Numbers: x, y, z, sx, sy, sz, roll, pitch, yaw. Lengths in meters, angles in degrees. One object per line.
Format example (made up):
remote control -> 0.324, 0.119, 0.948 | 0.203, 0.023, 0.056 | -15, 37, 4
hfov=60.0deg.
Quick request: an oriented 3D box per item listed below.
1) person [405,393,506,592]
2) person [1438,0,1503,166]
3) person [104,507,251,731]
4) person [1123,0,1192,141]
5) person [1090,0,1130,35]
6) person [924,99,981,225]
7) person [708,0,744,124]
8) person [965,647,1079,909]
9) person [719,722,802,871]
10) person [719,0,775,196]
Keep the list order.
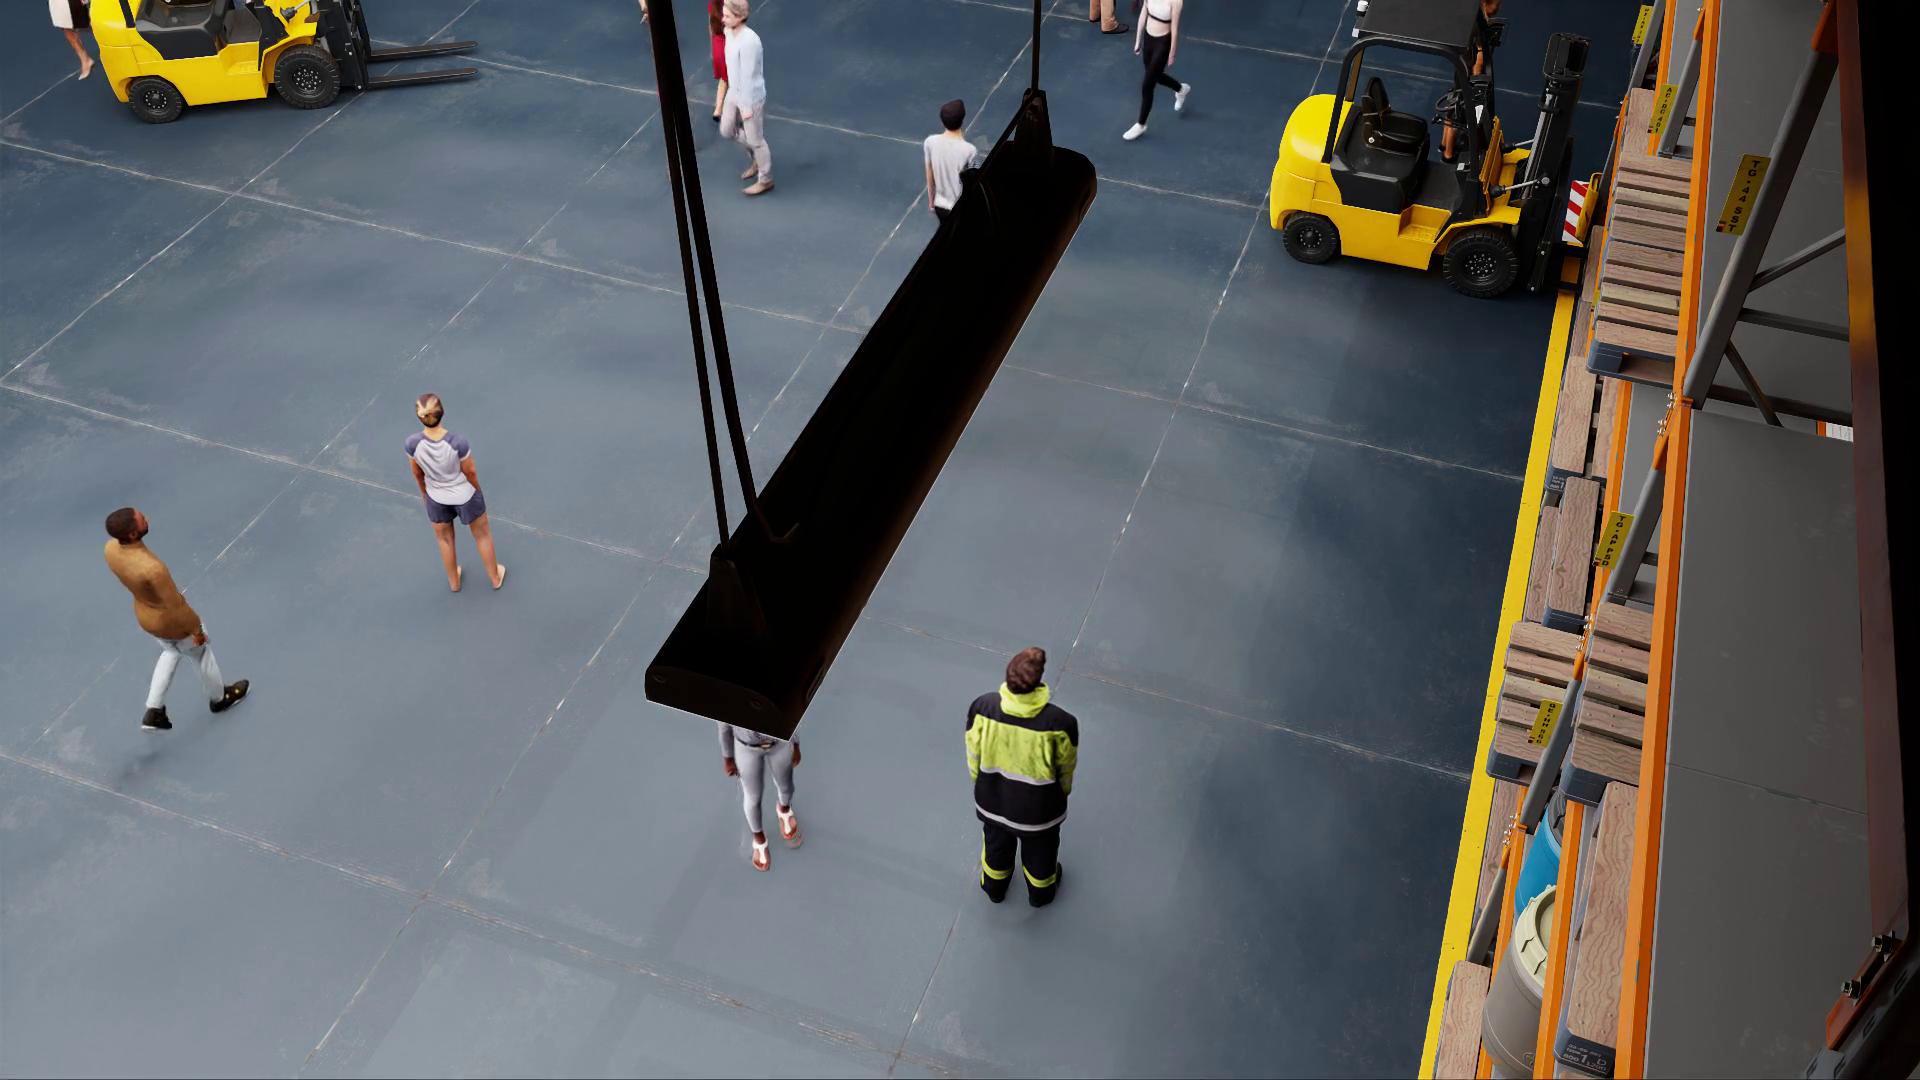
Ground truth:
person -> -3.394, -0.296, 11.124 | 0.639, 1.620, 0.652 | -4, 44, -5
person -> 4.677, -4.259, 15.250 | 0.676, 1.668, 0.500 | 5, 44, 6
person -> -4.891, 0.522, 10.132 | 0.717, 1.805, 0.972 | 20, 47, 19
person -> 1.914, -4.644, 15.616 | 1.150, 1.720, 0.965 | -29, 51, -27
person -> 1.544, -6.181, 17.142 | 0.834, 1.841, 0.755 | -14, 45, -15
person -> -0.068, -2.642, 13.417 | 0.802, 1.854, 0.962 | 24, 49, 23
person -> -2.223, -4.587, 15.687 | 0.577, 1.539, 0.771 | 18, 46, 18
person -> 0.332, 1.328, 9.157 | 0.786, 1.982, 0.664 | 9, 44, 10
person -> -1.129, 1.168, 9.512 | 0.776, 1.725, 0.838 | -10, 45, -10
person -> -1.815, -3.957, 14.781 | 0.865, 1.877, 0.816 | -25, 49, -24
